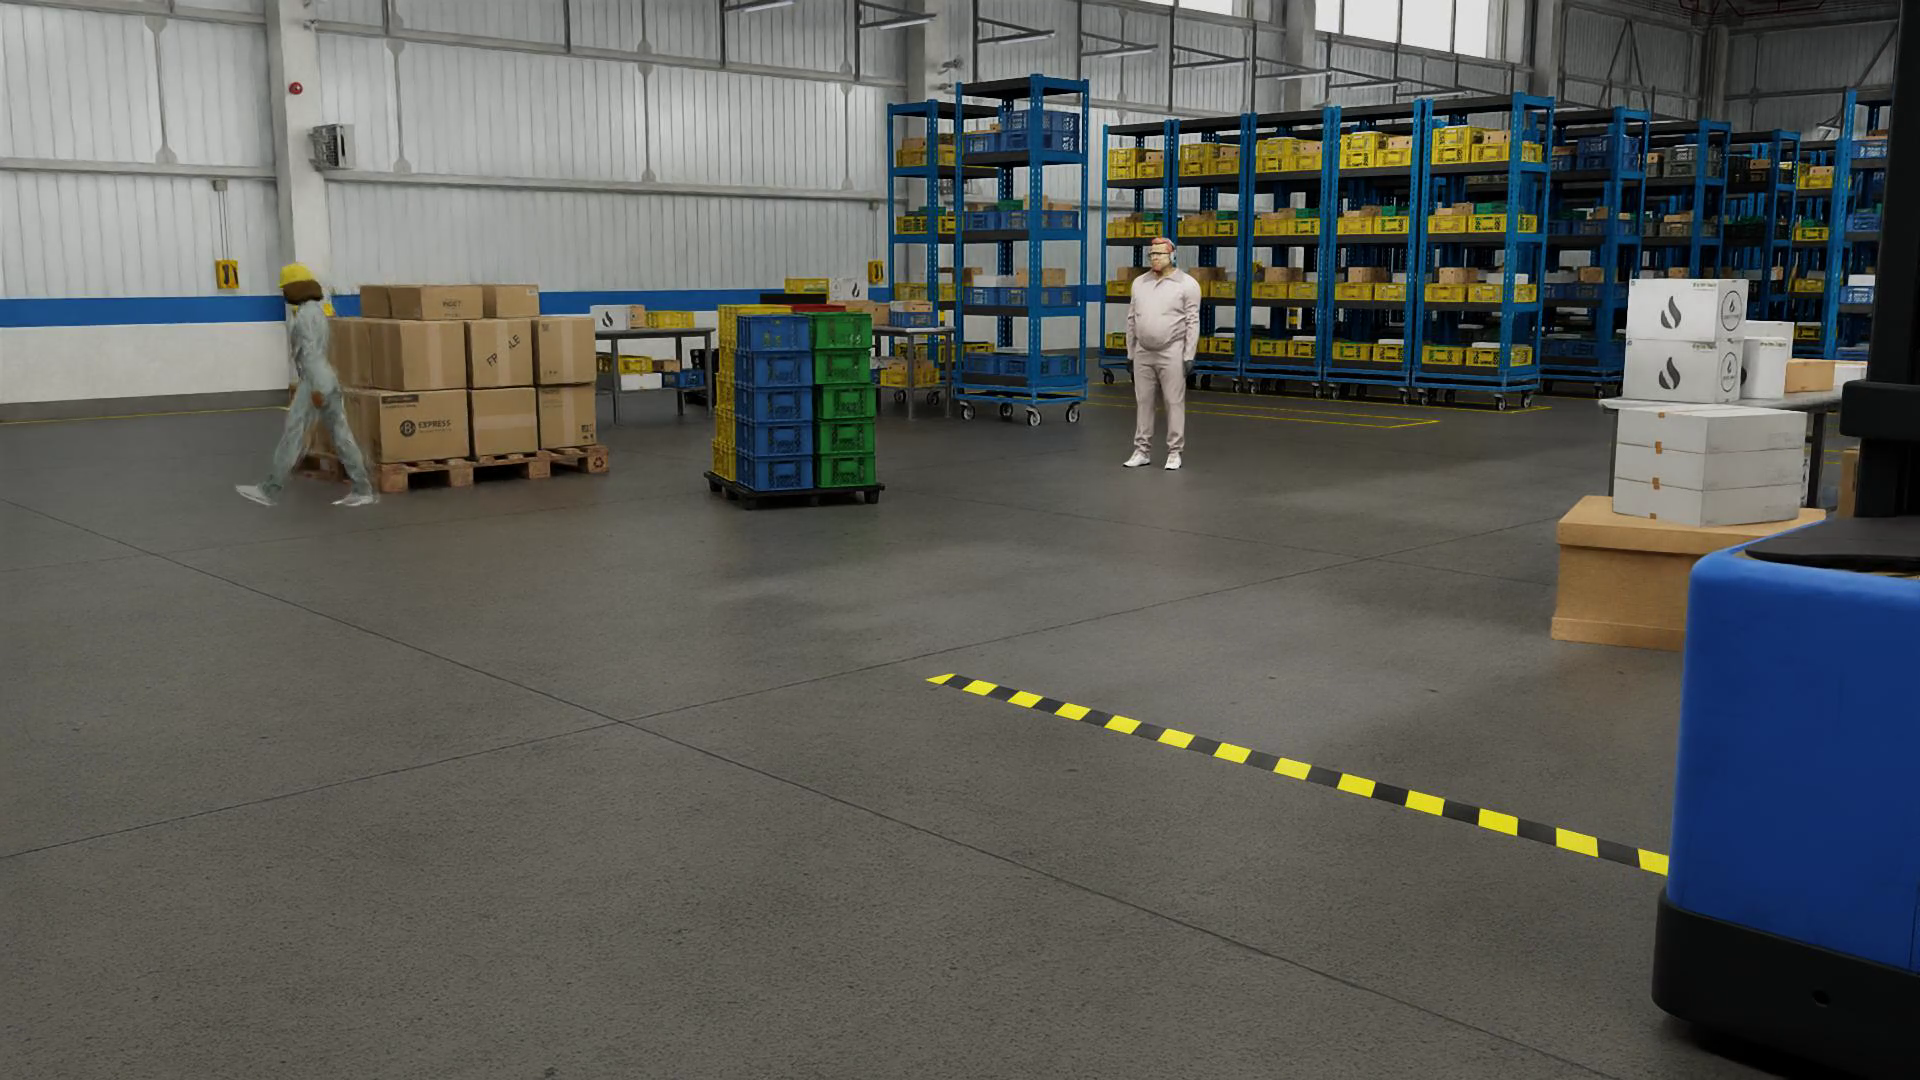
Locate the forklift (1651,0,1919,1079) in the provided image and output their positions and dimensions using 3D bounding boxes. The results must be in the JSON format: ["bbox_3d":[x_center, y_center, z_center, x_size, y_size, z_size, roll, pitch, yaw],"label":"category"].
[{"bbox_3d":[2.518,-0.349,3.709,1.873,2.768,1.129,-9,13,-44],"label":"forklift"}]

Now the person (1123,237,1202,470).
[{"bbox_3d":[1.648,-1.532,13.745,0.638,1.911,0.406,6,11,31],"label":"person"}]

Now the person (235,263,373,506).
[{"bbox_3d":[-4.560,-1.061,11.548,0.917,1.682,0.497,-1,10,-8],"label":"person"}]
